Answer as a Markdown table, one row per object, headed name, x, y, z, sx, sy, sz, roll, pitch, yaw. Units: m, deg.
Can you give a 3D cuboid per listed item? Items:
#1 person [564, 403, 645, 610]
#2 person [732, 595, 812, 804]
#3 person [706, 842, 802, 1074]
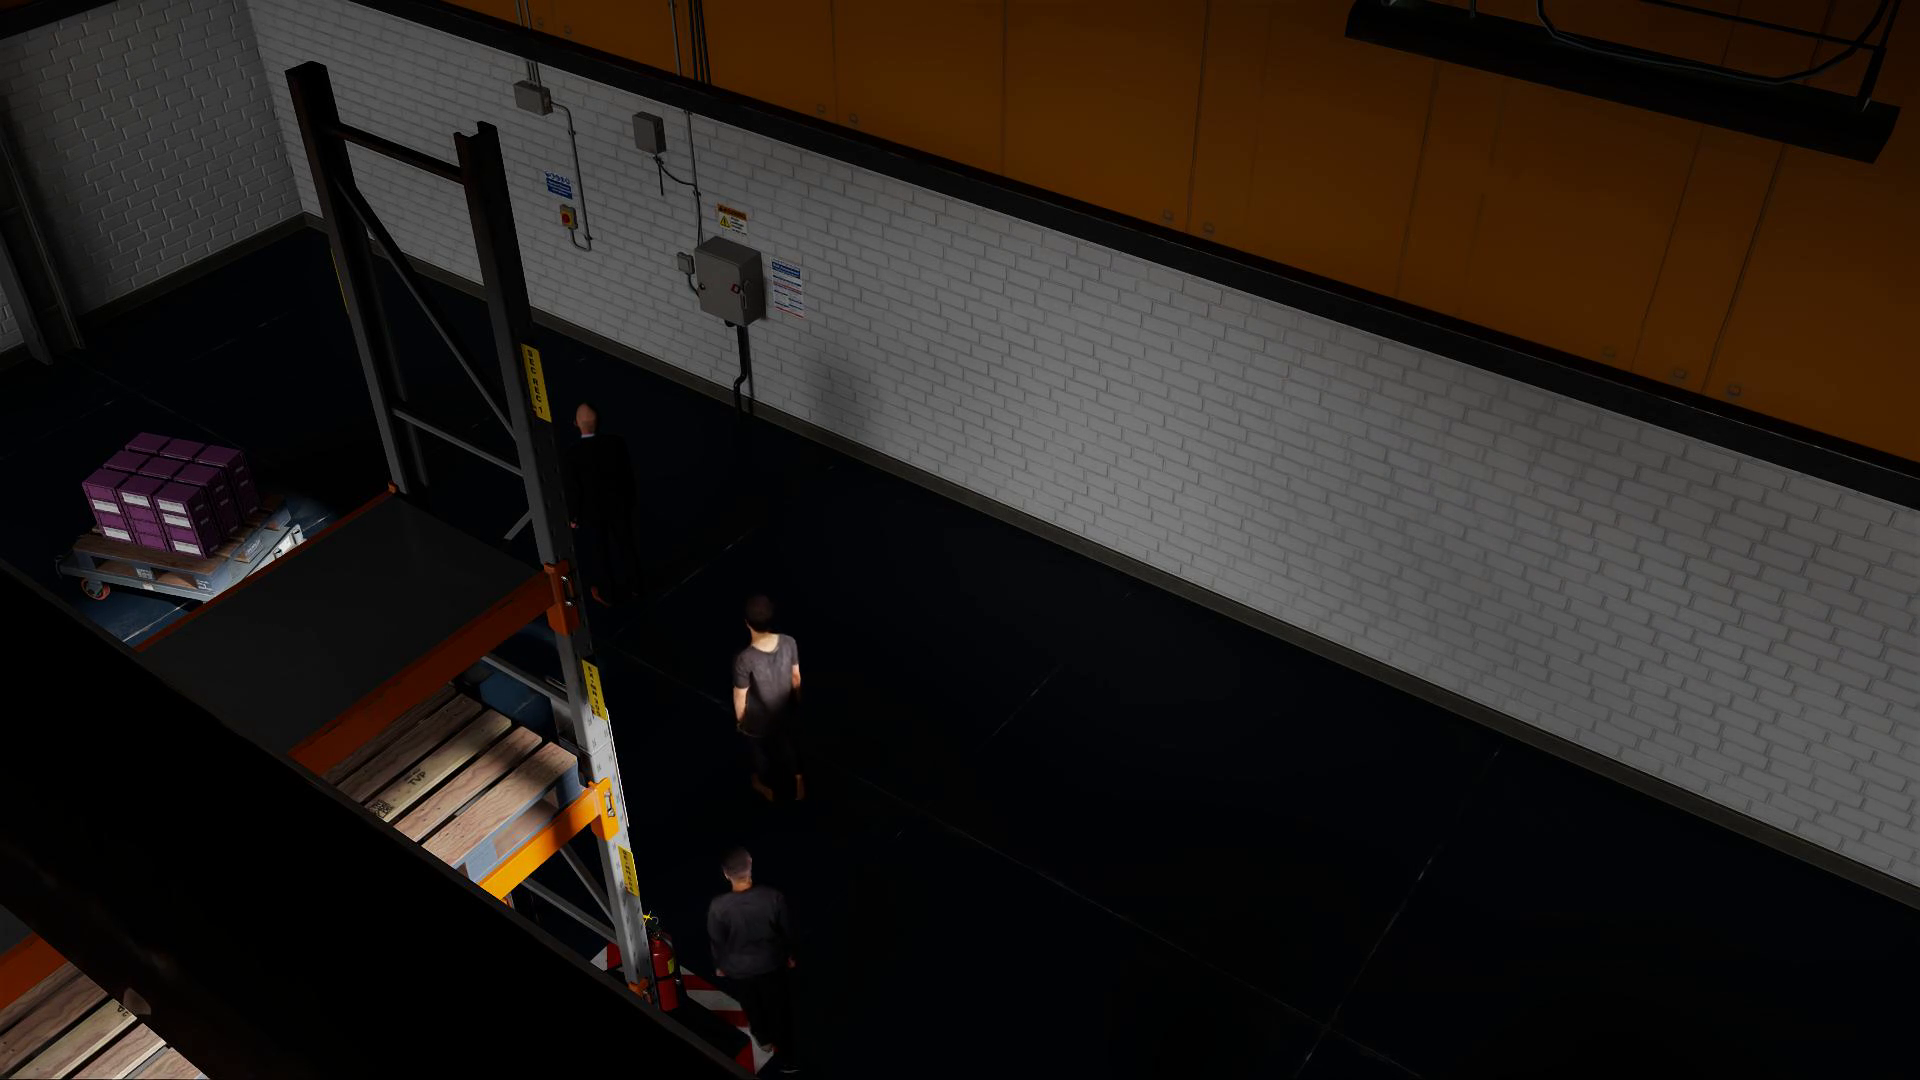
| name | x | y | z | sx | sy | sz | roll | pitch | yaw |
| --- | --- | --- | --- | --- | --- | --- | --- | --- | --- |
| person | -2.658 | -0.257 | 12.432 | 0.690 | 1.800 | 0.831 | -19 | 42 | -22 |
| person | -1.216 | 1.121 | 10.788 | 0.837 | 1.700 | 0.840 | -23 | 44 | -26 |
| person | -1.116 | 2.370 | 9.187 | 0.922 | 1.746 | 0.951 | -12 | 40 | -14 |
